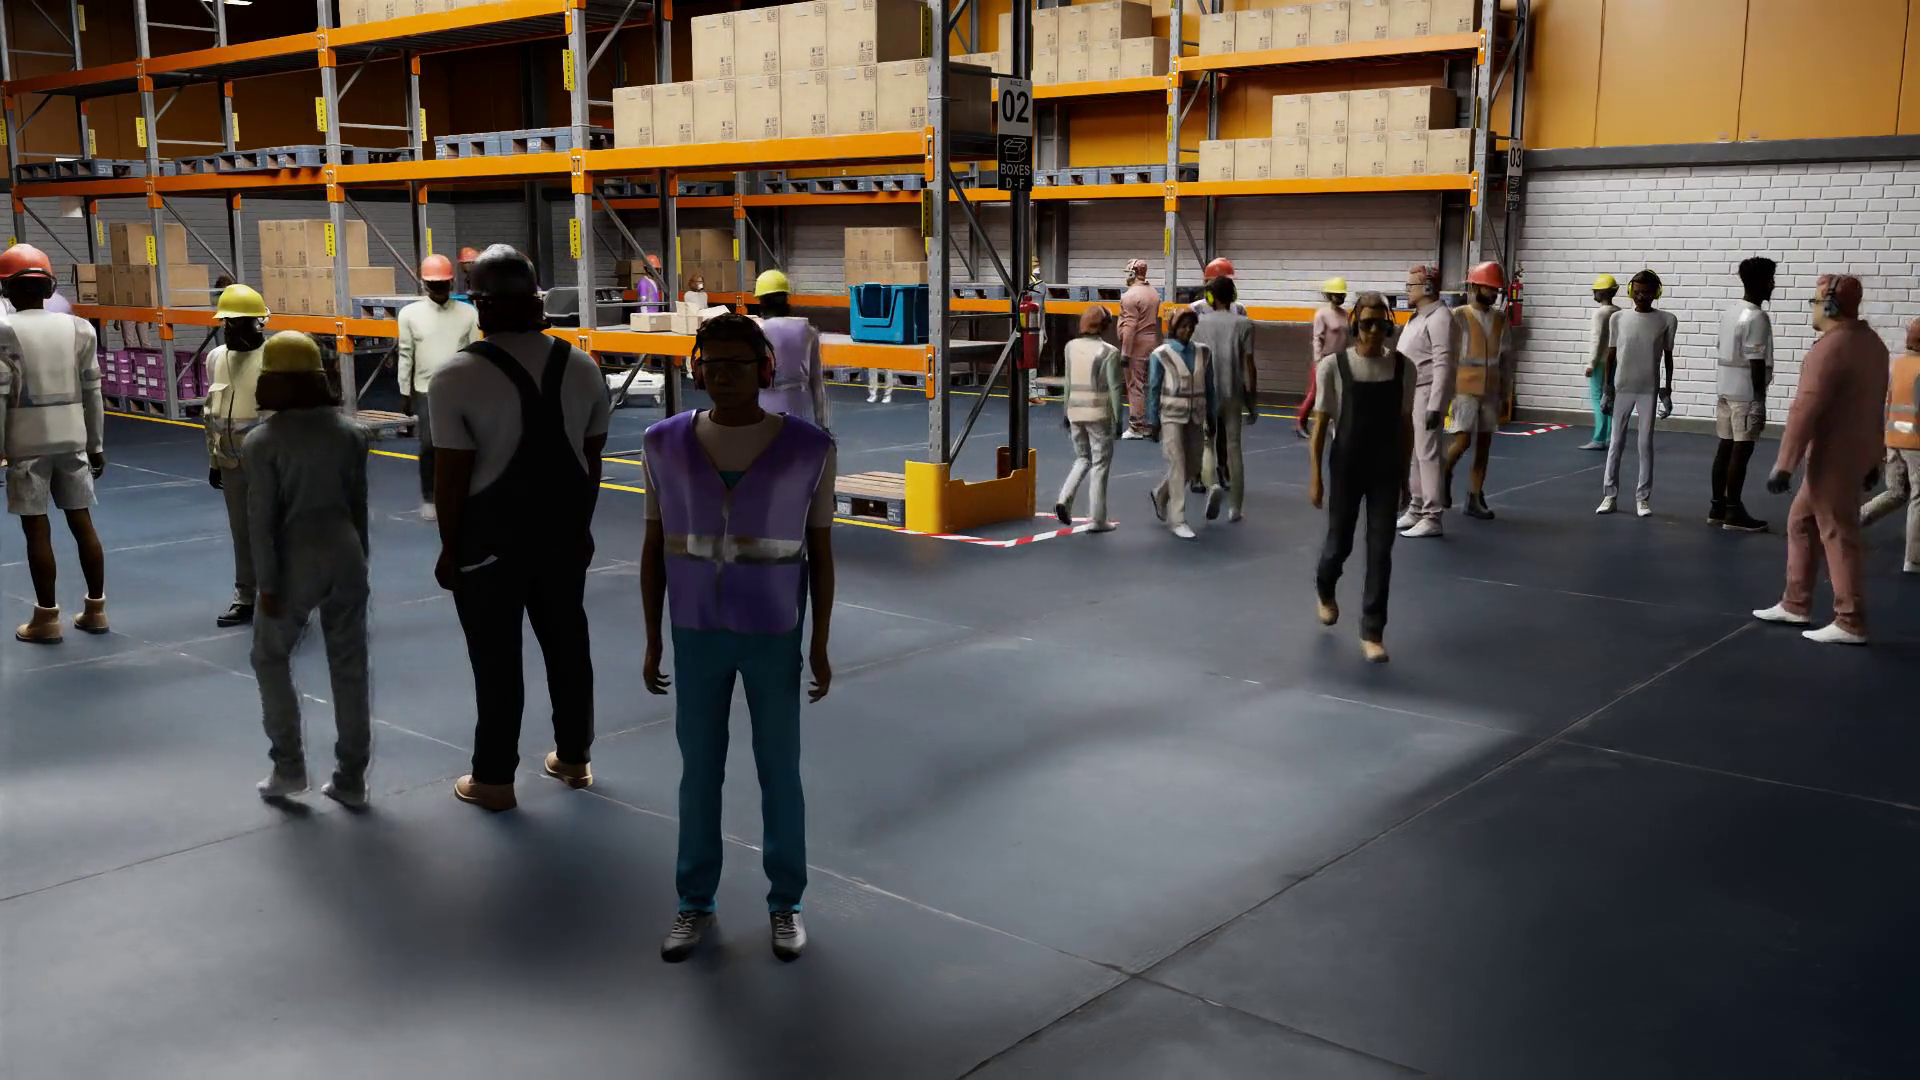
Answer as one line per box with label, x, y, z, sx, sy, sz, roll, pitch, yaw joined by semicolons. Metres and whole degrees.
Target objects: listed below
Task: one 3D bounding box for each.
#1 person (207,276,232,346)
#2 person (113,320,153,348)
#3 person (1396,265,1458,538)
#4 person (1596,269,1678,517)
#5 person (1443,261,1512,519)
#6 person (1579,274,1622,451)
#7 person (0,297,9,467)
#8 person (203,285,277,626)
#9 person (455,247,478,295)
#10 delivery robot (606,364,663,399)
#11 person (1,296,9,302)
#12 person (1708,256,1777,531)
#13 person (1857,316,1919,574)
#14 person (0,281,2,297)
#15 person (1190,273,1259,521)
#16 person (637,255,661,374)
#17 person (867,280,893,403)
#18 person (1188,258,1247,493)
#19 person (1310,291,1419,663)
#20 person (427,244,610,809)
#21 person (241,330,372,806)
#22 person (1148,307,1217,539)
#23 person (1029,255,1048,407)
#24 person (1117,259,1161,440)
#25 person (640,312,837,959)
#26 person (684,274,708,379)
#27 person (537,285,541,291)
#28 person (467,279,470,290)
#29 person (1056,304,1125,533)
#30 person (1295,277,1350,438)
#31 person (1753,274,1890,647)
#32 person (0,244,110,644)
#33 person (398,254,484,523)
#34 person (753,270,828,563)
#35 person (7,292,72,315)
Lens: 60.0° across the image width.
person;-11.053;-3.164;25.001;0.526;1.611;0.540;-7;12;-34
person;-12.418;-3.348;24.973;0.382;1.994;0.613;7;12;33
person;3.234;-0.973;11.703;0.403;1.906;0.652;0;10;-2
person;5.130;-1.108;12.597;0.518;1.865;0.328;5;11;26
person;3.866;-1.123;12.496;0.573;1.926;0.504;-3;10;-16
person;6.437;-1.778;16.690;0.533;1.767;0.325;-9;13;-41
person;-9.014;-1.627;15.496;0.355;1.883;0.575;1;10;6
person;-3.757;-0.437;8.860;0.600;1.829;0.404;2;10;13
person;-6.494;-2.845;22.015;0.664;2.020;0.631;-9;14;-43
delivery robot;-4.128;-1.997;21.112;0.707;0.478;0.477;-2;10;-14
person;-10.522;-2.177;18.776;0.404;1.827;0.600;2;10;13
person;5.652;-1.056;12.002;0.363;1.963;0.657;0;10;2
person;5.822;-0.580;10.292;0.584;1.623;0.517;-1;10;-4
person;-13.932;-3.171;24.178;0.571;1.908;0.804;4;11;21
person;1.919;-1.033;12.229;0.607;1.844;0.581;1;10;4
person;-4.595;-3.270;24.748;0.421;1.927;0.548;2;10;10
person;-1.019;-2.562;21.597;0.516;1.600;0.664;3;10;14
person;2.129;-1.356;13.789;0.552;1.937;0.359;-3;10;-16
person;2.004;-0.340;8.361;0.516;1.826;0.729;0;10;0
person;-1.648;-0.053;6.083;0.538;2.000;0.684;10;14;43
person;-2.371;0.108;6.054;0.544;1.726;0.494;10;14;43
person;1.535;-0.849;11.807;0.518;1.619;0.638;-5;11;-27
person;0.895;-2.672;21.287;0.372;1.940;0.629;9;13;40
person;1.858;-2.016;17.638;0.401;1.910;0.642;6;12;33
person;-0.629;0.275;4.769;0.565;1.846;0.390;0;10;1
person;-4.095;-3.323;25.882;0.277;1.628;0.498;7;12;33
person;-6.307;-3.097;24.016;0.404;1.827;0.602;7;12;33
person;-5.619;-2.247;19.587;0.321;1.689;0.532;-6;12;-31
person;0.922;-0.854;11.786;0.397;1.626;0.534;-9;14;-42
person;3.865;-1.890;17.445;0.540;1.722;0.908;-6;12;-30
person;4.409;-0.416;8.595;0.659;1.878;0.793;-10;14;-44
person;-4.728;-0.490;8.562;0.392;2.041;0.615;7;12;33
person;-3.781;-1.097;12.211;0.631;1.972;0.524;-4;11;-24
person;-1.250;-0.811;10.883;0.607;1.871;1.008;-9;13;-41
person;-9.049;-1.778;16.338;0.747;1.883;0.668;5;11;25
